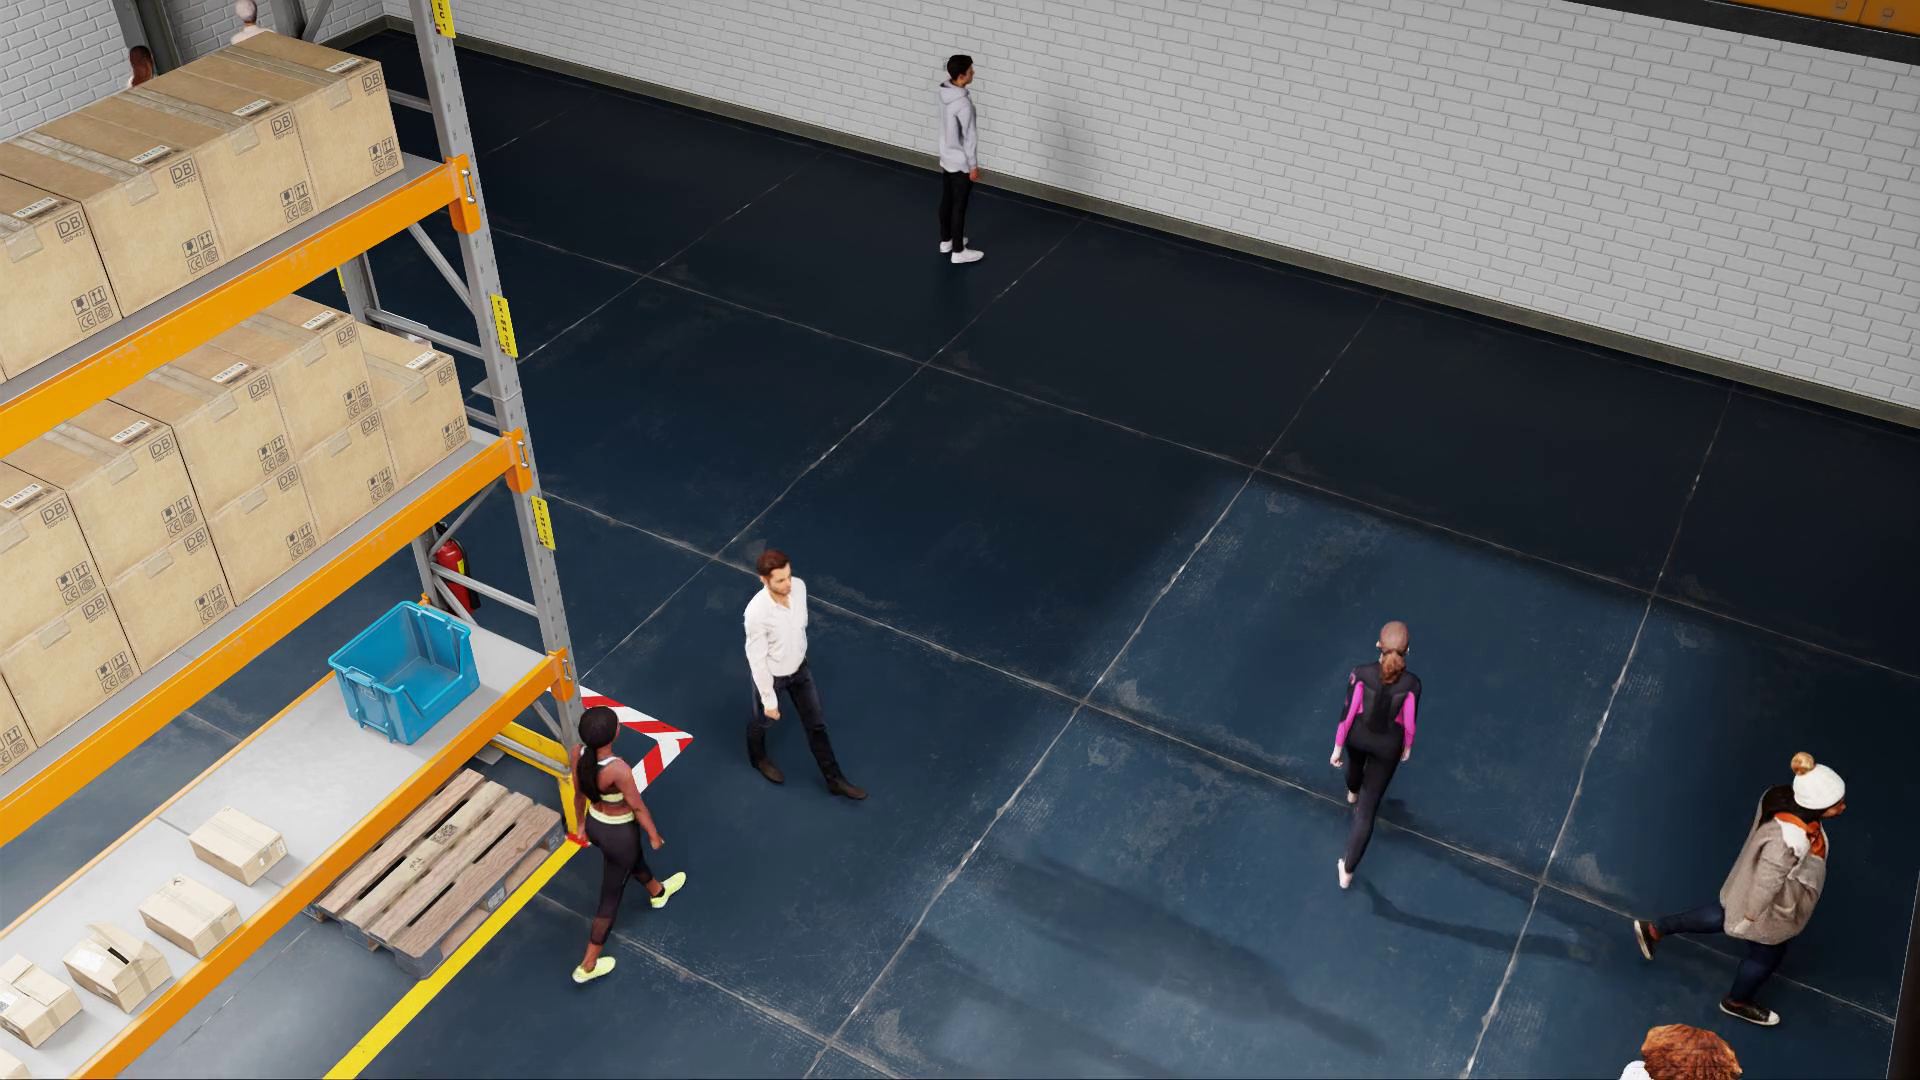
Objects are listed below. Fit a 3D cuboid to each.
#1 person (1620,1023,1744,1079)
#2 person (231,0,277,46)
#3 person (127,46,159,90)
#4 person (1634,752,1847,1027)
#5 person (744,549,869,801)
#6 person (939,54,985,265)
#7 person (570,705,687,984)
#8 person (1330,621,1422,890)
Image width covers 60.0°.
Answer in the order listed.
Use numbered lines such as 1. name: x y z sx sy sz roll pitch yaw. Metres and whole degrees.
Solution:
1. person: 3.007 2.796 7.382 0.784 1.680 1.182 27 46 30
2. person: -6.824 -4.468 16.420 0.674 1.753 0.767 -14 41 -17
3. person: -7.475 -3.754 15.593 0.785 1.669 1.010 13 40 15
4. person: 4.036 1.749 8.550 0.856 1.860 1.035 14 41 17
5. person: -1.133 0.755 9.812 0.845 1.838 1.056 26 45 29
6. person: -0.033 -3.447 15.000 0.771 1.929 0.769 -18 42 -21
7. person: -1.892 1.636 8.810 0.647 1.711 1.153 23 44 26
8. person: 2.304 1.221 9.343 0.739 1.695 1.214 12 40 14
